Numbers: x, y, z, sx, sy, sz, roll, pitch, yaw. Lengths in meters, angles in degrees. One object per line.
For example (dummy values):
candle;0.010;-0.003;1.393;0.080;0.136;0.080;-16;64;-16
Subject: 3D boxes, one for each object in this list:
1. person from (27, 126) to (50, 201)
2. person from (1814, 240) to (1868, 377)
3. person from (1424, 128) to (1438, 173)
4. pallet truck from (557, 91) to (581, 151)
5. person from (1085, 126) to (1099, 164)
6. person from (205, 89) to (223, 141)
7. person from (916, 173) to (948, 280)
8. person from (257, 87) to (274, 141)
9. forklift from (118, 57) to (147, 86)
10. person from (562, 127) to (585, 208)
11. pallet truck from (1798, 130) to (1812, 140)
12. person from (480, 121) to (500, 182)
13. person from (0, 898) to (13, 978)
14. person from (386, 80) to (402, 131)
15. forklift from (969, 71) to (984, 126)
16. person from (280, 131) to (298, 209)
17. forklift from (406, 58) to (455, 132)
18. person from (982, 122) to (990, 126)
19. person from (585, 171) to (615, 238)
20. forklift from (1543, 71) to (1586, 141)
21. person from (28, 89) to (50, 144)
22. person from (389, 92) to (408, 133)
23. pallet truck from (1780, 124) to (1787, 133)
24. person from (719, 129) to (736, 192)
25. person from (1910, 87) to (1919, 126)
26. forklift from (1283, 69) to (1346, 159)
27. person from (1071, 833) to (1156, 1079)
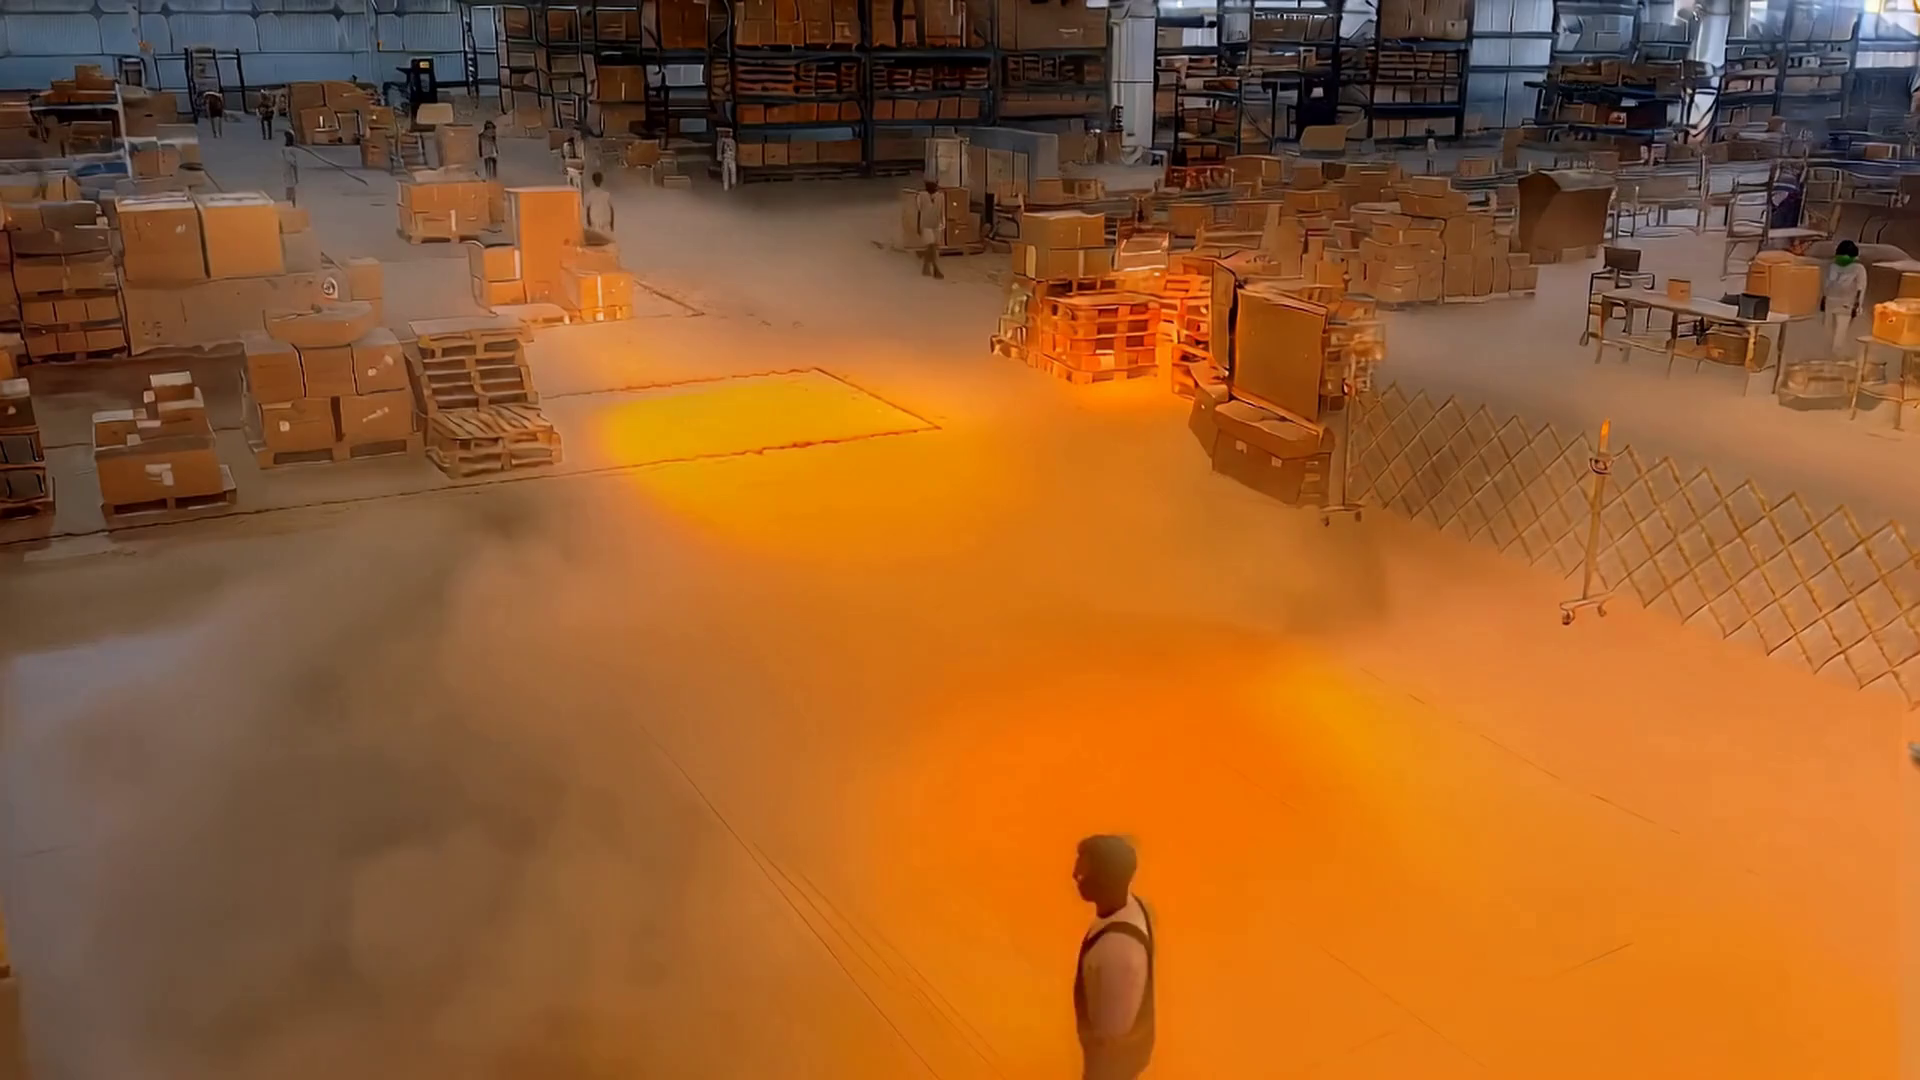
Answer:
person;-23.007;-9.351;41.525;0.432;1.926;0.653;-9;20;-26
person;11.674;-3.066;22.101;0.403;1.822;0.588;-6;19;-19
person;12.705;-10.299;44.952;0.279;1.633;0.497;4;18;11
pallet truck;-13.495;-14.412;57.188;0.823;1.965;1.885;-3;18;-9
person;3.532;-9.984;43.755;0.523;1.769;0.315;16;24;40
person;-27.594;-15.725;61.527;0.429;1.846;0.633;14;23;37
person;-0.495;-5.709;30.242;0.561;1.884;0.980;-10;20;-28
person;-25.547;-15.662;61.195;0.564;1.933;0.387;-2;18;-5
forklift;-32.900;-17.826;66.408;1.129;2.768;1.873;-9;20;-26
person;-9.464;-9.135;40.833;0.545;1.938;0.357;-3;18;-9
pallet truck;25.526;-11.556;49.408;1.630;1.274;0.653;-9;20;-26
person;-13.288;-10.981;46.993;0.322;1.691;0.533;16;23;40
person;-5.176;1.327;8.275;0.711;1.894;0.615;3;18;9
person;-22.465;-17.239;66.004;0.395;1.993;0.614;16;24;41
forklift;0.382;-13.513;52.963;1.873;2.768;1.129;-9;20;-26
person;-15.892;-8.710;39.485;0.395;1.955;0.606;-14;22;-37
forklift;-21.159;-17.686;65.970;1.873;2.768;1.129;11;21;31
person;0.822;-11.295;48.127;0.879;1.596;0.496;-9;20;-26
person;-6.726;-5.943;31.022;0.529;1.854;0.515;-7;19;-22
forklift;18.685;-13.231;52.085;1.873;2.768;1.129;-9;20;-26
person;-33.208;-15.276;60.000;0.647;1.923;0.622;-11;21;-30
person;-19.645;-14.712;58.270;0.593;1.913;0.392;-7;19;-19
pallet truck;25.206;-12.542;52.601;1.601;1.201;0.680;0;18;-2
person;-6.211;-10.132;44.423;0.311;1.638;0.523;14;23;37
person;40.016;-18.242;69.307;0.603;1.901;1.015;0;18;1
forklift;11.615;-13.871;54.079;1.129;2.768;1.873;-9;20;-27
person;0.635;1.973;6.368;0.573;1.833;0.523;4;18;13
